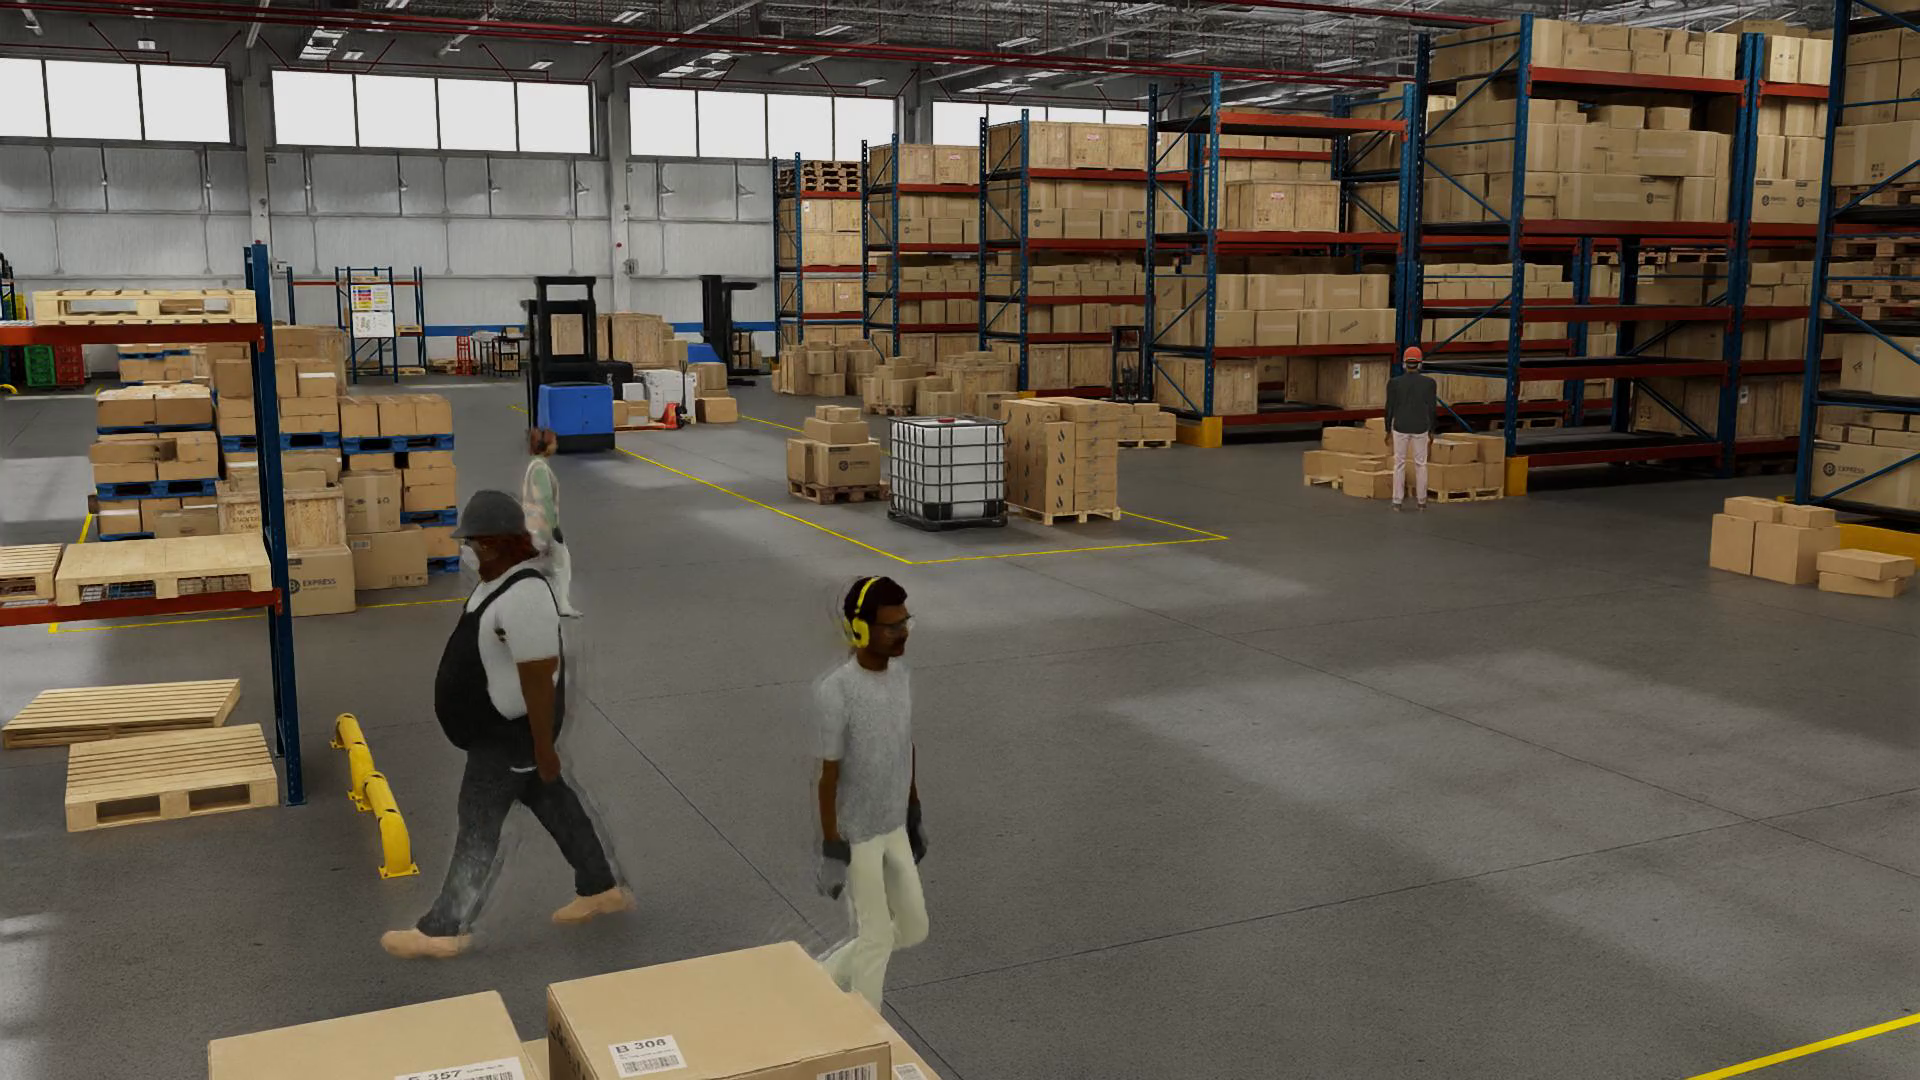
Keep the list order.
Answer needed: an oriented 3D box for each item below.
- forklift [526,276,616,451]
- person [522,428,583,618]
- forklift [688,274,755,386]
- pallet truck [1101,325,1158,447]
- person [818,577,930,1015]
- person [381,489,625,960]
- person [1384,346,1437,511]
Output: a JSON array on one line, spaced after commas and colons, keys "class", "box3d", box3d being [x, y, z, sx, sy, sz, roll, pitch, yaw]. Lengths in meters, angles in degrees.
[{"class": "forklift", "box3d": [-6.361, -2.888, 27.007, 1.129, 2.768, 1.873, -4, 10, -25]}, {"class": "person", "box3d": [-3.354, -0.107, 13.654, 0.637, 1.617, 0.513, -2, 9, -10]}, {"class": "forklift", "box3d": [-6.222, -5.257, 41.706, 1.873, 2.768, 1.129, -4, 10, -22]}, {"class": "pallet truck", "box3d": [2.881, -2.596, 27.923, 0.823, 1.965, 1.885, -1, 9, -7]}, {"class": "person", "box3d": [-0.342, 1.023, 5.922, 0.526, 1.854, 0.538, 6, 11, 31]}, {"class": "person", "box3d": [-1.943, 0.735, 7.125, 1.045, 2.000, 0.693, -4, 10, -21]}, {"class": "person", "box3d": [5.443, -1.337, 20.116, 0.611, 1.996, 0.387, 2, 9, 10]}]
